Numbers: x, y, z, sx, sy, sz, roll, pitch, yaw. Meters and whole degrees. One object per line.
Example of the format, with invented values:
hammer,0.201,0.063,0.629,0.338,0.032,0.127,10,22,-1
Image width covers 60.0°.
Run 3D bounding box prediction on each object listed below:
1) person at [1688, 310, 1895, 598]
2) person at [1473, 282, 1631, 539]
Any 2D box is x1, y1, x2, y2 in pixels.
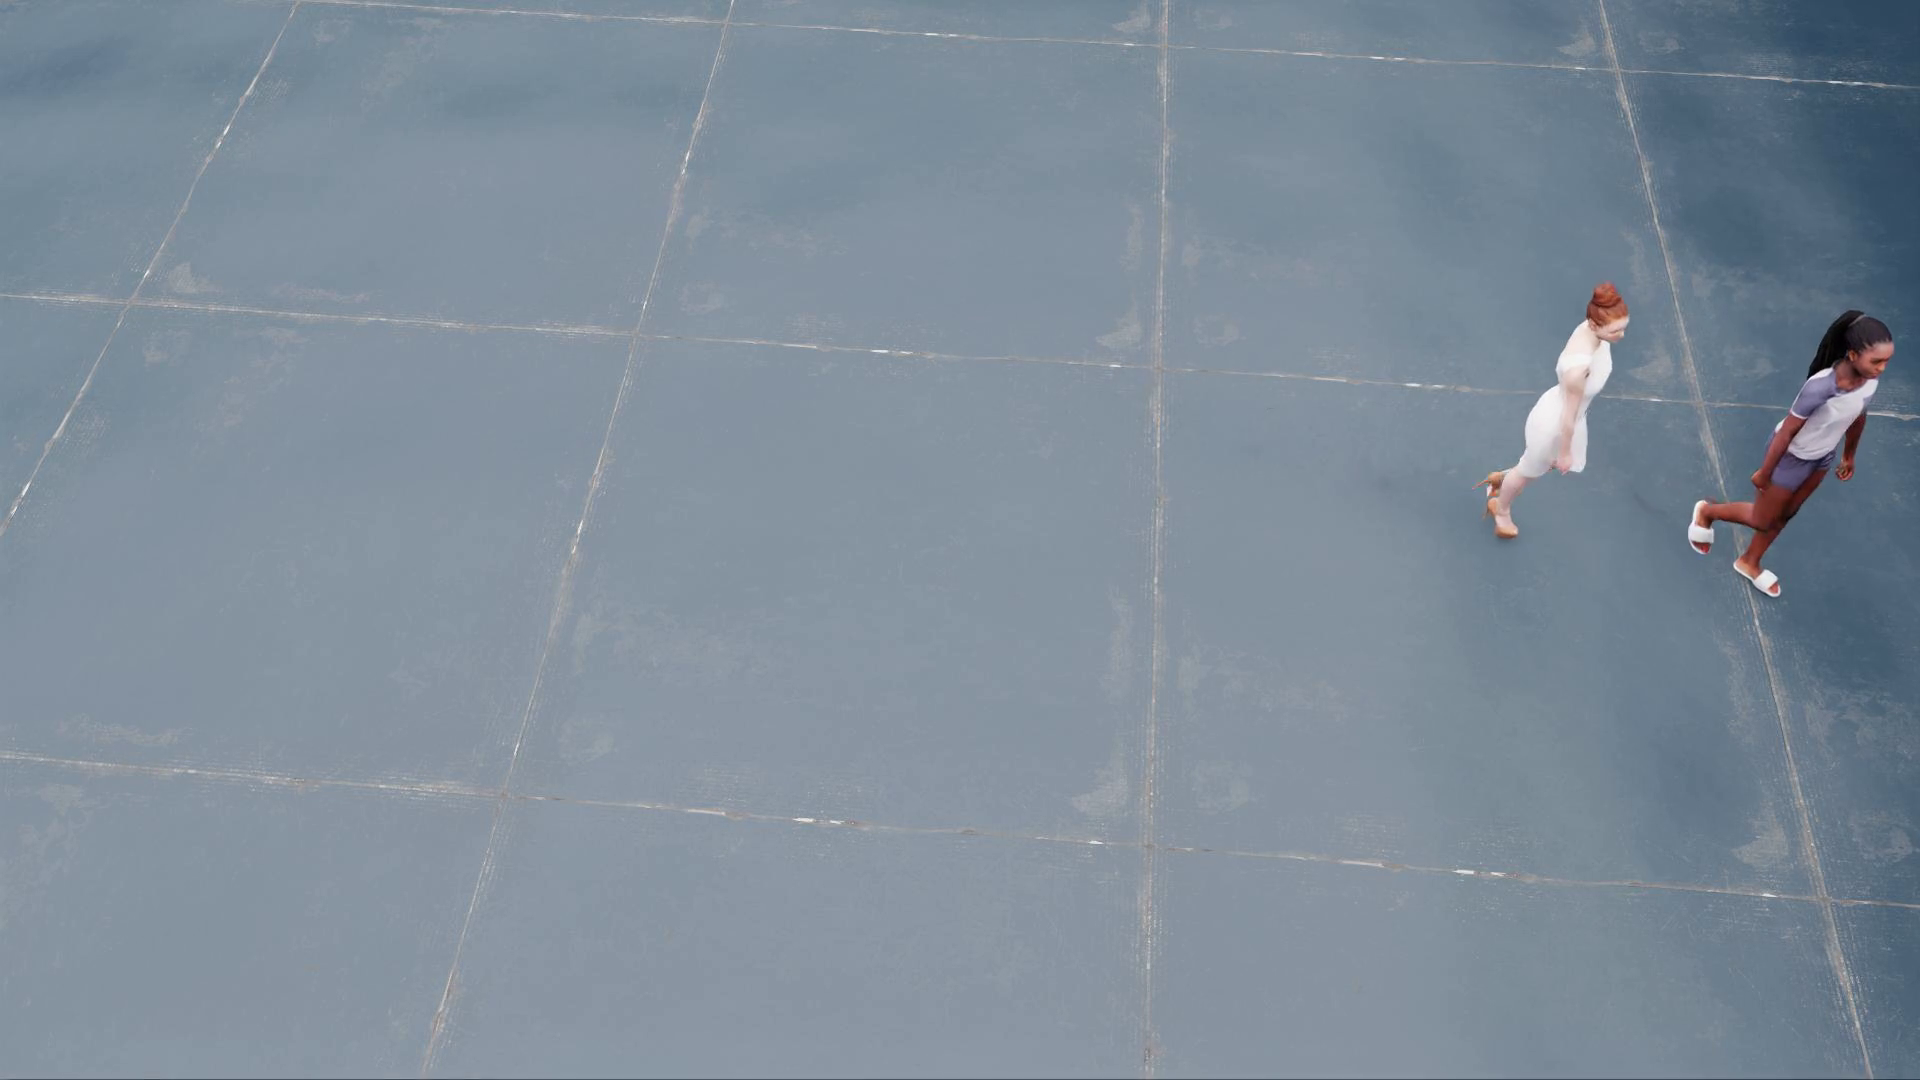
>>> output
person,3.939,-0.441,7.893,0.870,1.712,0.903,-22,56,-16
person,2.749,-0.587,7.961,0.807,1.783,0.735,27,57,19
